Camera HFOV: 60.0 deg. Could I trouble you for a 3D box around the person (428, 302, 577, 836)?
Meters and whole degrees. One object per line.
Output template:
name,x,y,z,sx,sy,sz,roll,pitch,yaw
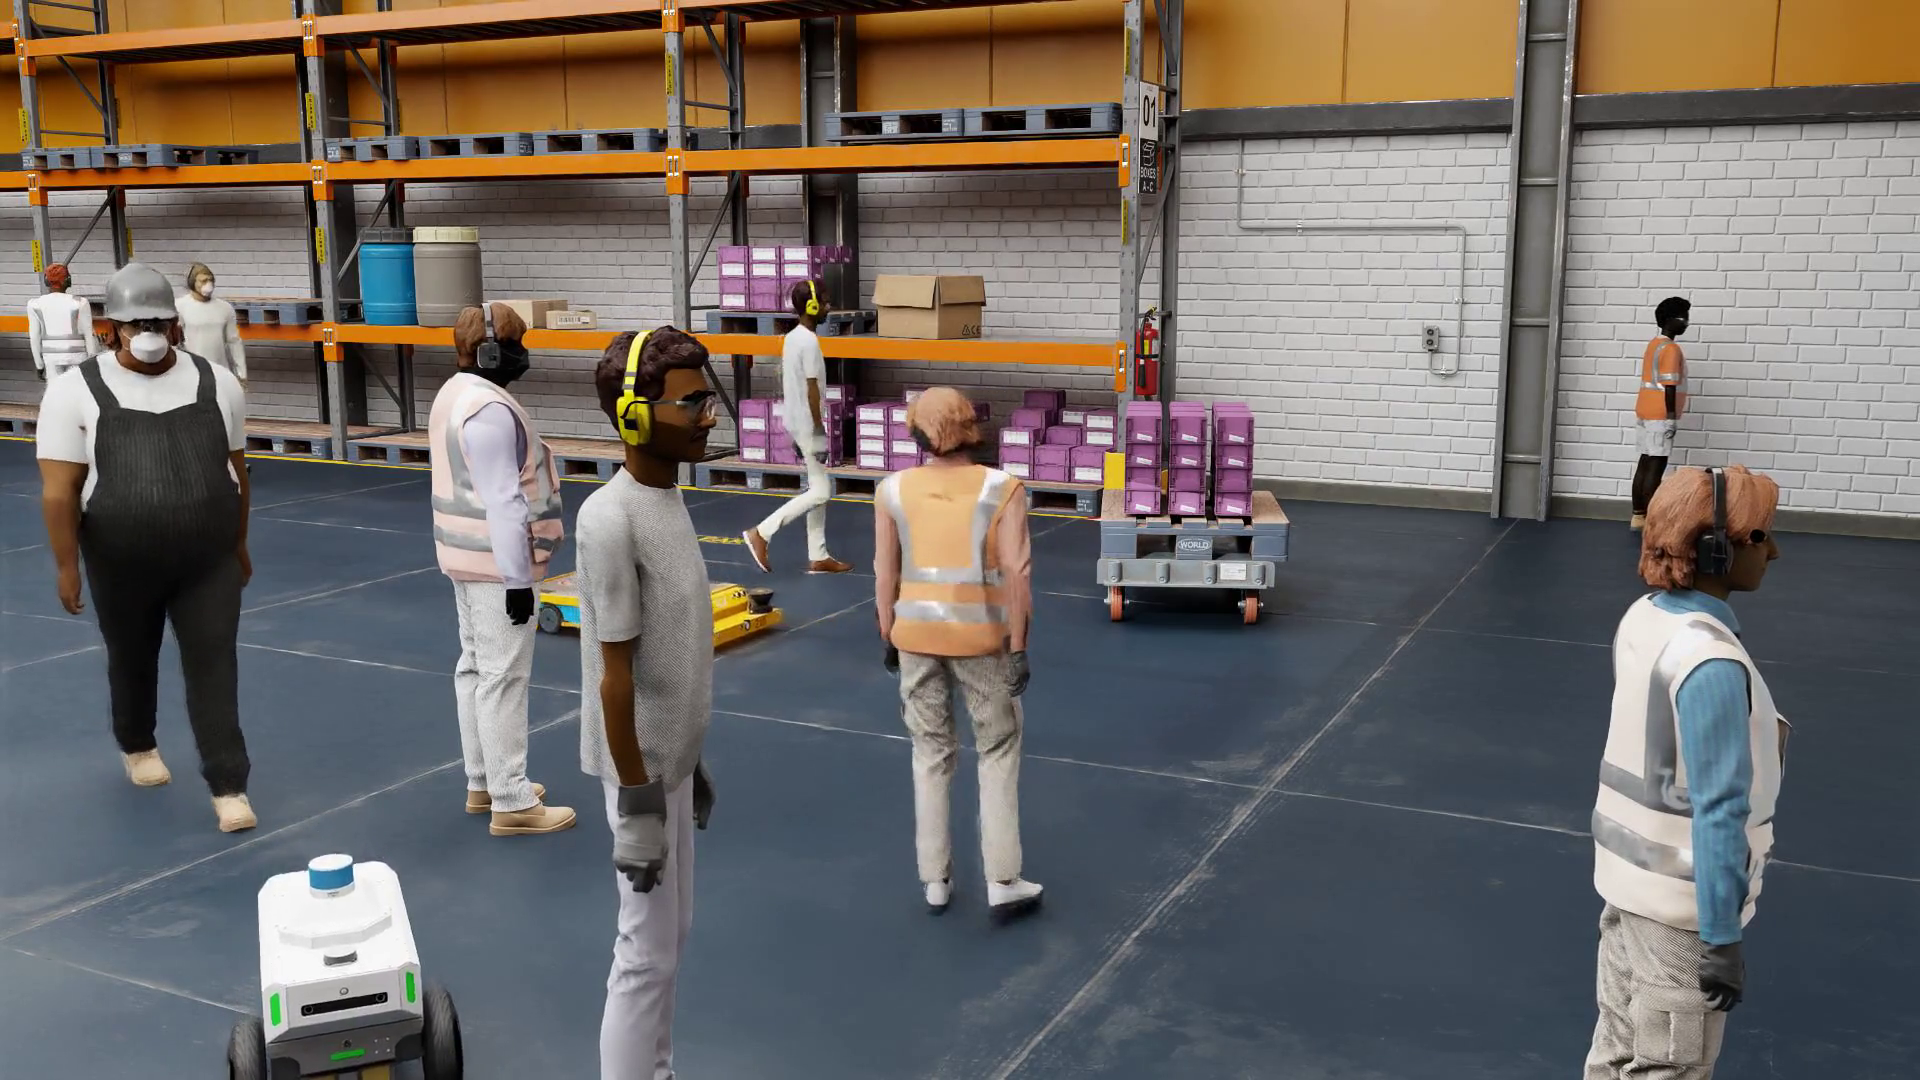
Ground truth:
person,-1.604,0.100,5.813,0.429,1.844,0.624,-6,11,-30

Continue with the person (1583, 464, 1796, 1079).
person,1.336,0.674,3.103,0.307,1.640,0.520,1,10,6

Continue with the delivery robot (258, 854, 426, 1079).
delivery robot,-1.510,1.005,4.028,0.477,0.478,0.707,-5,11,-23

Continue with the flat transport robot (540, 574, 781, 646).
flat transport robot,-1.740,0.347,8.887,1.431,0.197,0.652,5,11,25

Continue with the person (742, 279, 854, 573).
person,-0.989,-0.676,10.237,0.634,1.849,0.530,-3,10,-15

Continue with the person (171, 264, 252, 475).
person,-6.439,-1.422,14.374,0.985,1.888,0.655,6,12,31

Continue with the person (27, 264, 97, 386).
person,-8.654,-1.717,16.098,0.574,1.883,0.356,-3,10,-14

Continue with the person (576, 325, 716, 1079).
person,-0.617,0.492,3.488,0.325,1.871,0.524,0,10,1

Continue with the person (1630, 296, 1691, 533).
person,4.955,-0.868,11.763,0.321,1.696,0.537,1,10,8

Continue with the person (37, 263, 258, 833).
person,-2.904,-0.031,5.992,0.694,2.000,1.024,-7,12,-35

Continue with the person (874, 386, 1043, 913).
person,-0.030,0.333,5.129,0.540,1.606,0.408,3,10,18
